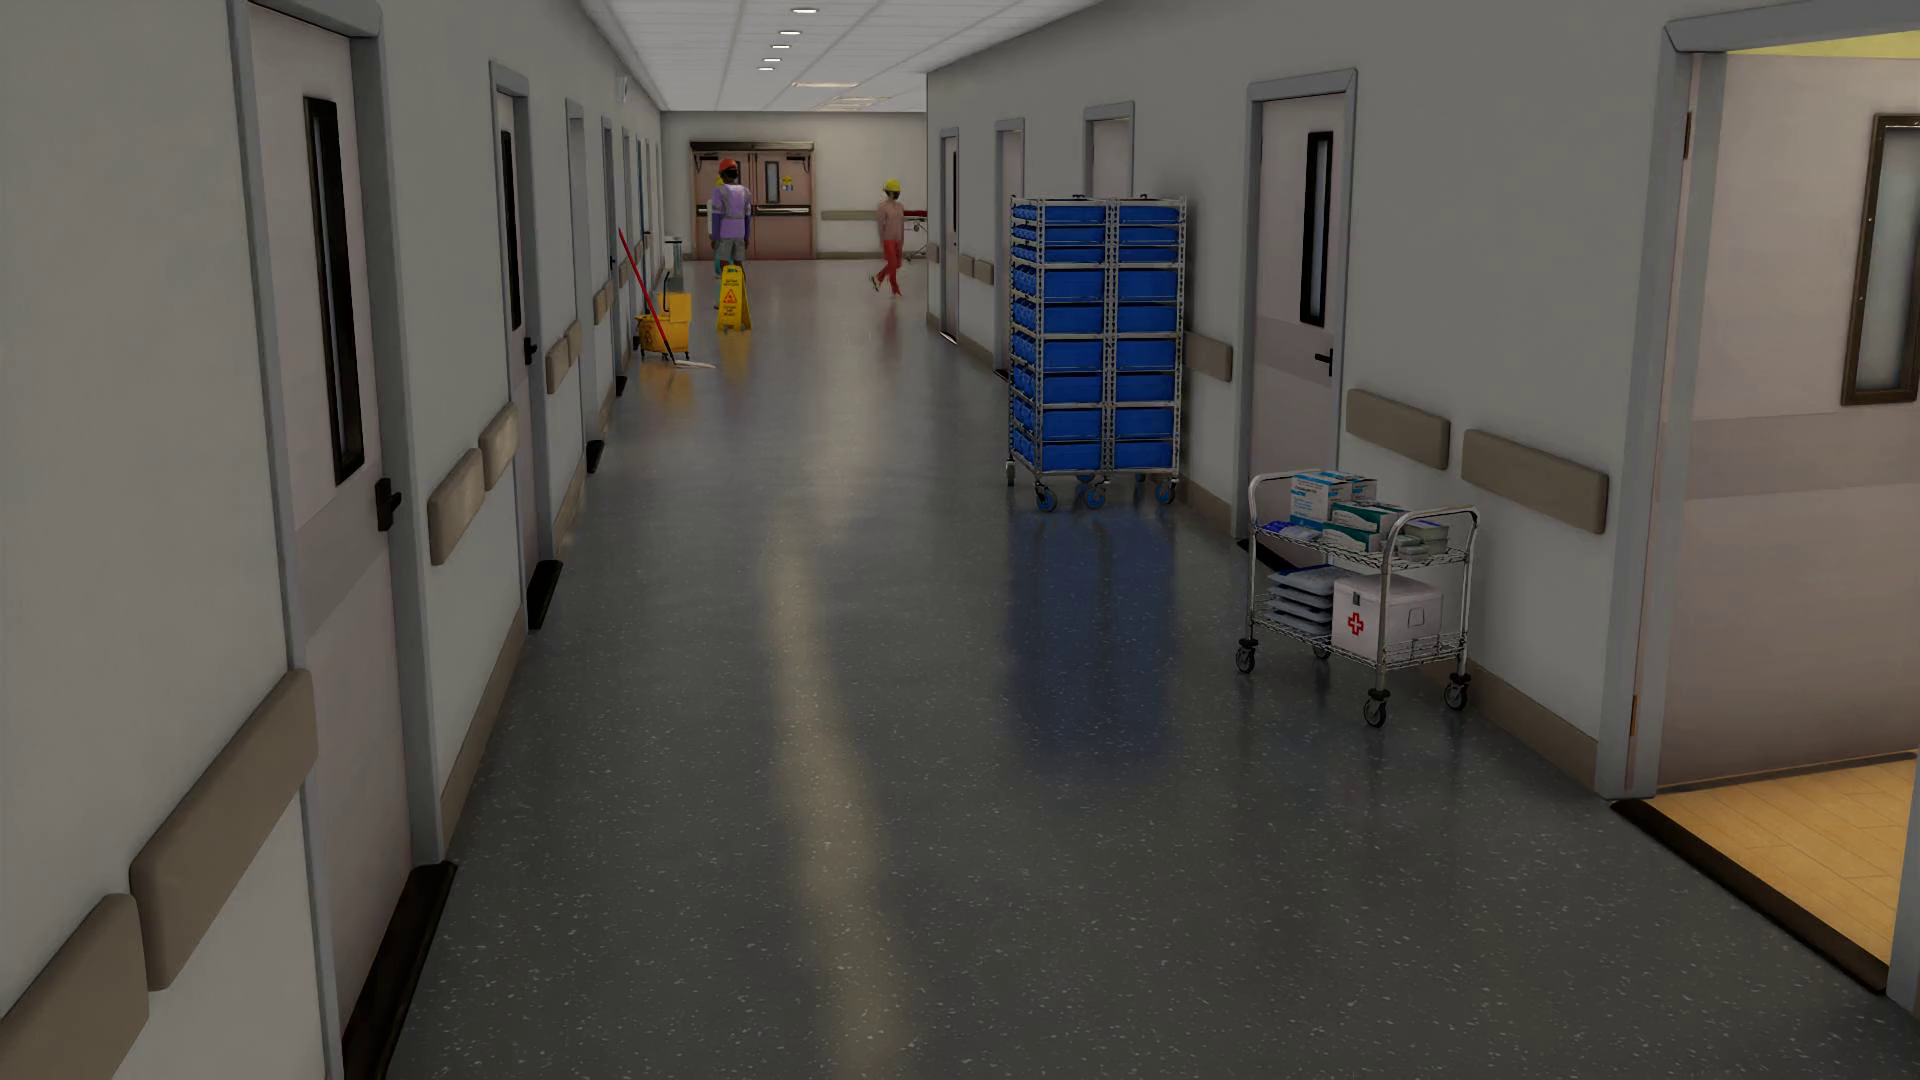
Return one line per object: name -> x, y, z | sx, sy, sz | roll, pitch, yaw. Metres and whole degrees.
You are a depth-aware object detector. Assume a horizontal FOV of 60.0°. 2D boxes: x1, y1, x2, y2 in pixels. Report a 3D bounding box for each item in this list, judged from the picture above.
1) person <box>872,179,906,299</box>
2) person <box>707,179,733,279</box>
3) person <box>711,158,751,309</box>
person -> -1.059, -4.423, 24.464 | 0.650, 1.748, 0.520 | 10, 16, 38
person -> -4.042, -5.290, 28.369 | 0.525, 1.717, 0.878 | -2, 13, -10
person -> -3.126, -4.151, 22.615 | 0.613, 2.030, 0.404 | -12, 17, -43
